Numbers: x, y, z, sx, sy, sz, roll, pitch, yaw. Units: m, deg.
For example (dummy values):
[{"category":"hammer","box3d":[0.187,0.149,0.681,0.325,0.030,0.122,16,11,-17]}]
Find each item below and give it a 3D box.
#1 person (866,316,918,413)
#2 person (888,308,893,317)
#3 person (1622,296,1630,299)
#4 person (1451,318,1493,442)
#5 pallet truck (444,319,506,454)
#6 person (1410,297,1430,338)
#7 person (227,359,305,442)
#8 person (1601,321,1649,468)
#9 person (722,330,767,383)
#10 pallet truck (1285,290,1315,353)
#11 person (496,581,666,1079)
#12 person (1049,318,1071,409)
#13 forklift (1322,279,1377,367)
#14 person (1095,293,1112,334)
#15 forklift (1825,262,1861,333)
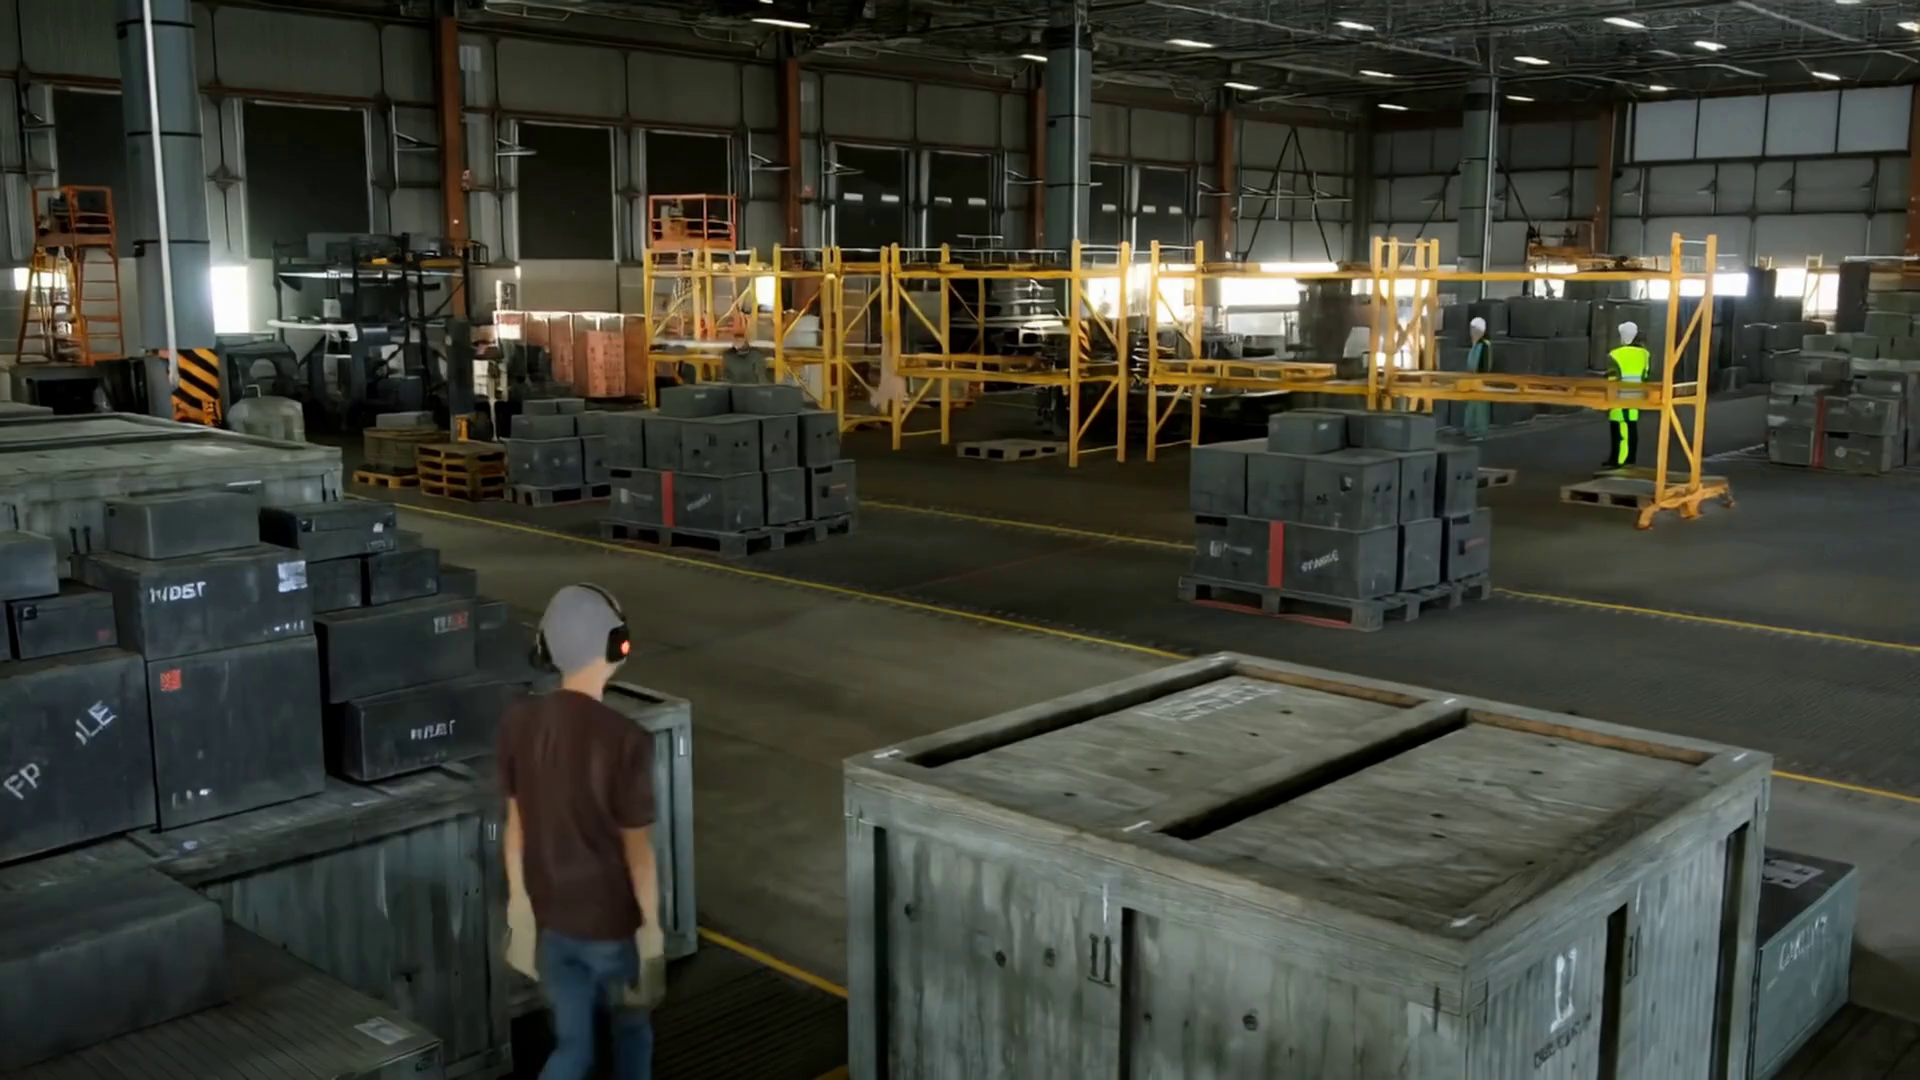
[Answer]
[{"category":"person","box3d":[-1.301,-3.236,30.738,0.986,1.803,0.533,1,9,5]},{"category":"person","box3d":[-1.808,-5.275,43.713,0.315,1.634,0.517,3,10,18]},{"category":"person","box3d":[17.902,-5.575,44.683,0.791,1.909,0.666,5,11,30]},{"category":"person","box3d":[7.846,-2.453,25.561,0.660,1.900,0.620,0,9,3]},{"category":"pallet truck","box3d":[-6.981,-1.942,22.150,1.885,1.965,0.823,1,9,9]},{"category":"person","box3d":[13.277,-6.089,48.007,0.583,1.868,0.615,2,9,12]},{"category":"person","box3d":[-5.745,-0.542,13.833,0.591,1.915,0.396,-3,10,-19]},{"category":"person","box3d":[8.860,-1.932,22.187,0.605,1.966,0.367,-2,9,-11]},{"category":"person","box3d":[-2.754,-1.781,21.524,0.644,1.893,1.042,3,10,15]},{"category":"pallet truck","box3d":[11.297,-6.951,52.861,1.885,1.965,0.823,-5,11,-29]},{"category":"person","box3d":[-1.016,1.034,4.371,0.536,1.846,0.611,4,10,25]},{"category":"person","box3d":[1.916,-3.337,31.516,0.485,1.739,0.330,2,9,10]},{"category":"forklift","box3d":[10.103,-5.998,44.322,1.873,2.768,1.129,-3,10,-15]},{"category":"person","box3d":[4.429,-6.657,51.278,0.544,1.929,0.386,-1,9,-6]},{"category":"forklift","box3d":[22.783,-5.749,42.791,1.873,2.768,1.129,8,12,39]}]
